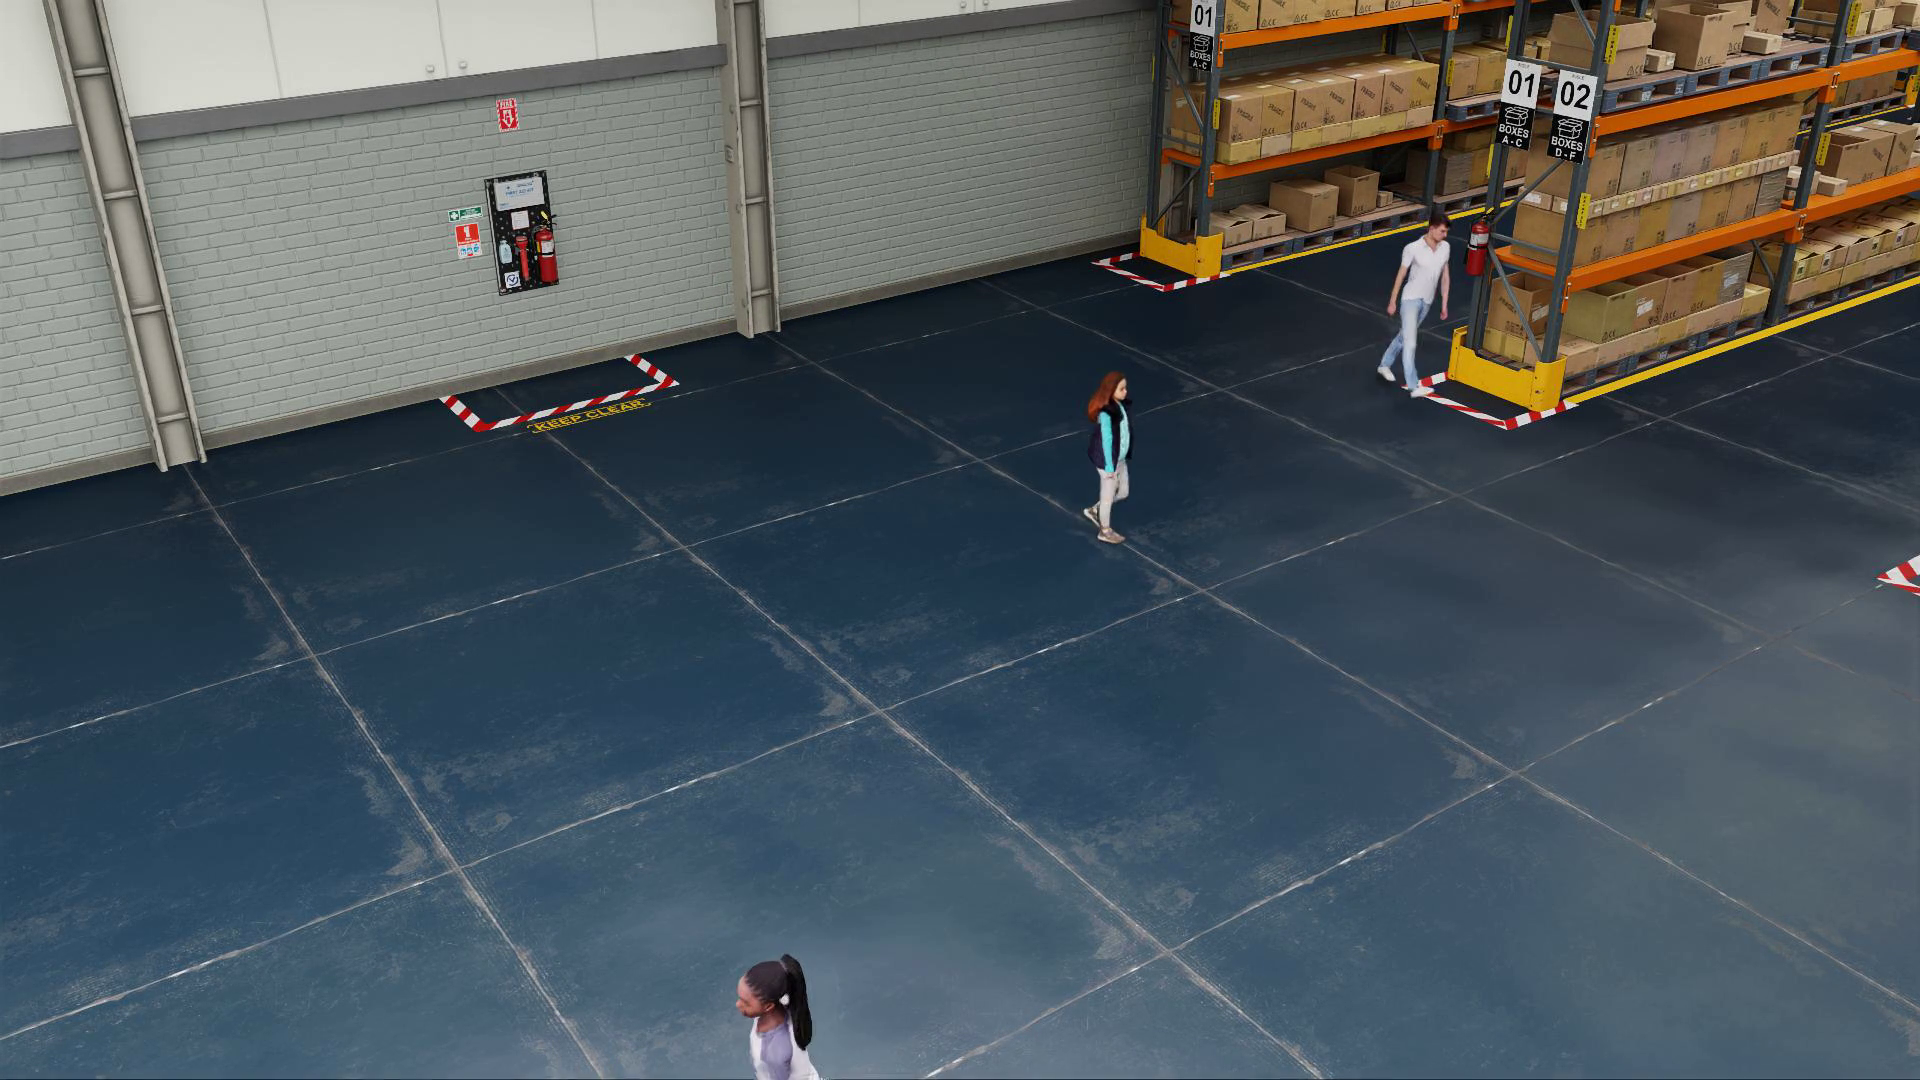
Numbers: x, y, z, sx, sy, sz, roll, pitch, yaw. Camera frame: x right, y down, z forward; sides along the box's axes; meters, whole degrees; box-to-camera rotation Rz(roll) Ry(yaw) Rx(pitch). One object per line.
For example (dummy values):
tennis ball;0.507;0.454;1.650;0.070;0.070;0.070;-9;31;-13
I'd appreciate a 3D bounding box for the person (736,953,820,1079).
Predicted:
person;-0.701;2.467;7.140;0.889;1.706;0.809;1;27;2

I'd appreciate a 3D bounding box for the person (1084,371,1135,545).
person;1.166;-0.674;13.478;0.745;1.489;0.678;14;30;25

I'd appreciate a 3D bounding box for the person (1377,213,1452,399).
person;4.451;-2.348;16.406;1.181;1.785;0.879;-10;29;-18
